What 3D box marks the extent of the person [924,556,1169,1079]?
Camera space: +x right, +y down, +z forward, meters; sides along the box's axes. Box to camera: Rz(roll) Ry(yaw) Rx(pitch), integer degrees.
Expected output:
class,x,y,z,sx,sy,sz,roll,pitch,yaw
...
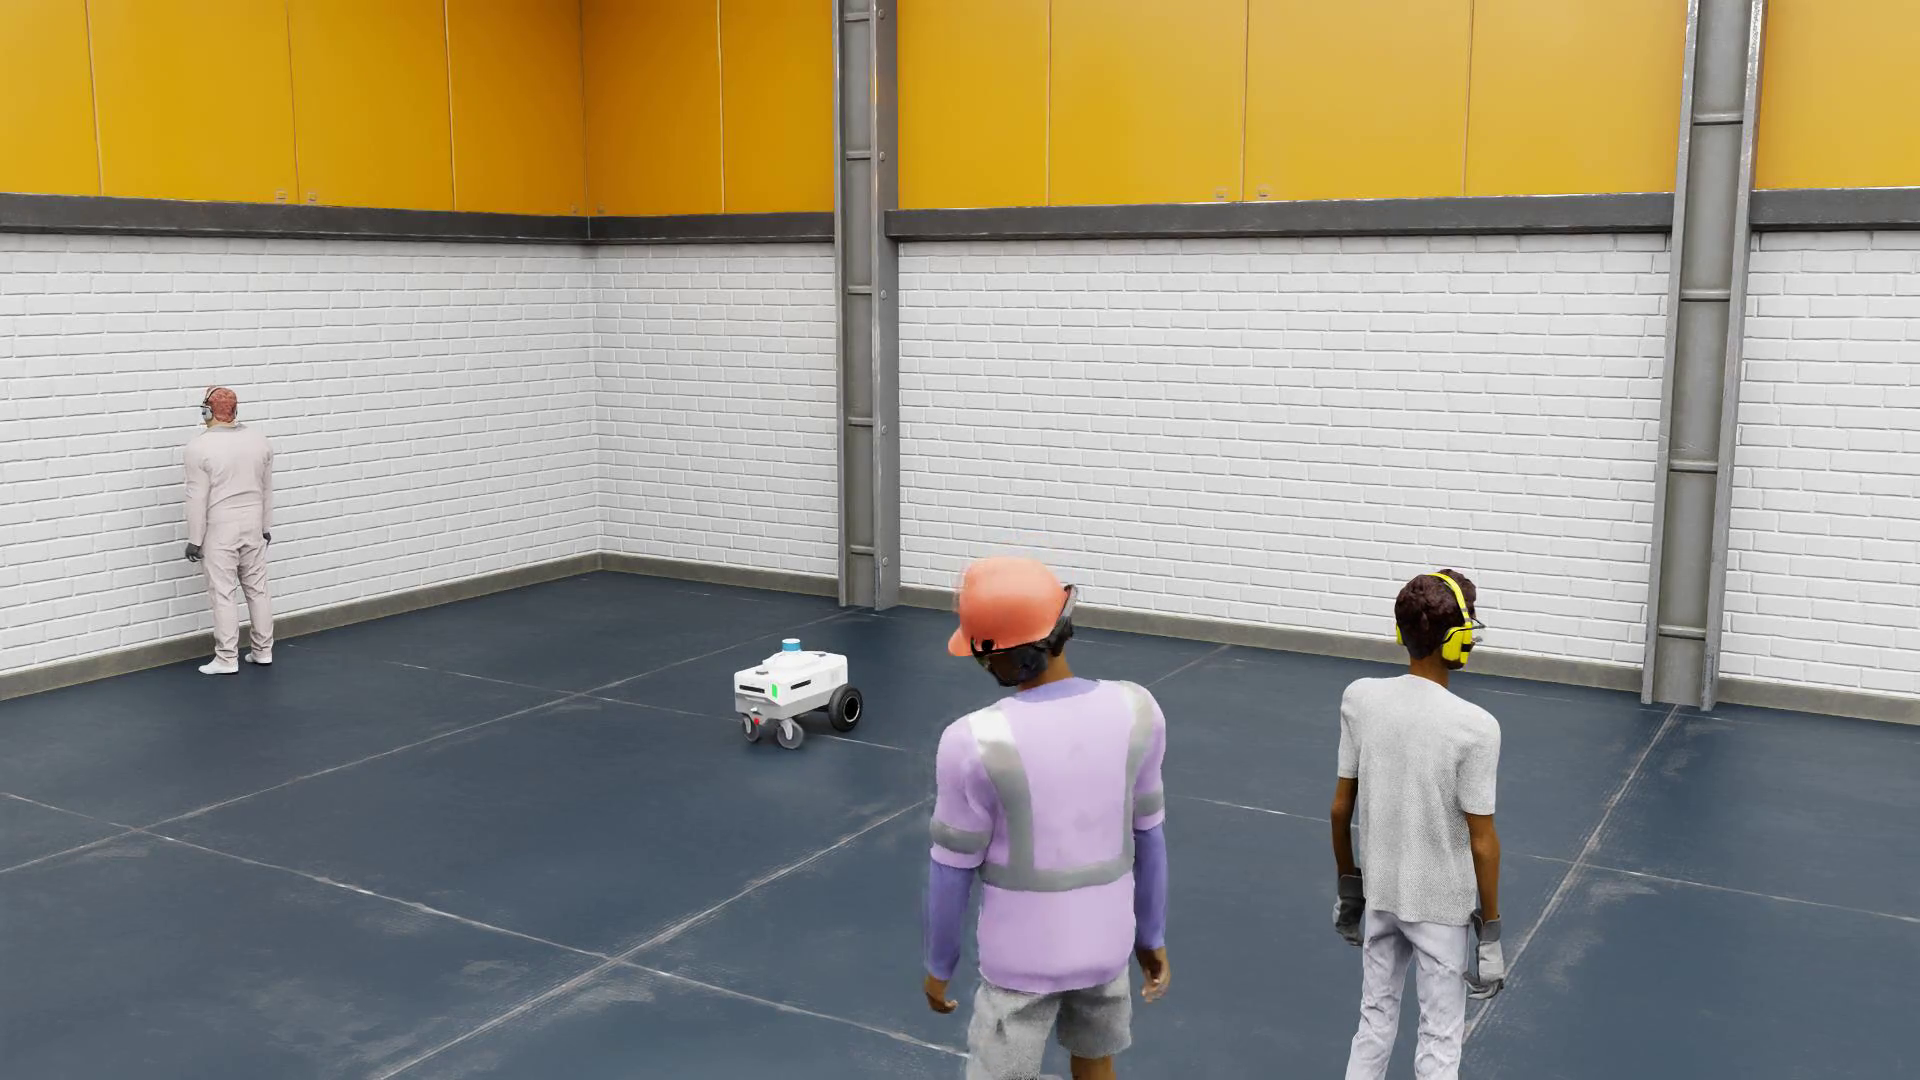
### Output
class,x,y,z,sx,sy,sz,roll,pitch,yaw
person,0.246,1.008,4.120,0.668,1.985,0.605,-4,10,-23

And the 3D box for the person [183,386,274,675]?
class,x,y,z,sx,sy,sz,roll,pitch,yaw
person,-4.854,-0.061,11.025,0.409,1.908,0.639,5,10,28

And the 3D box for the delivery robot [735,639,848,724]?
class,x,y,z,sx,sy,sz,roll,pitch,yaw
delivery robot,-0.962,0.809,9.504,0.477,0.478,0.707,6,11,33

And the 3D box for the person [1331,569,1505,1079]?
class,x,y,z,sx,sy,sz,roll,pitch,yaw
person,1.245,1.003,4.508,0.313,1.864,0.538,-7,12,-39
